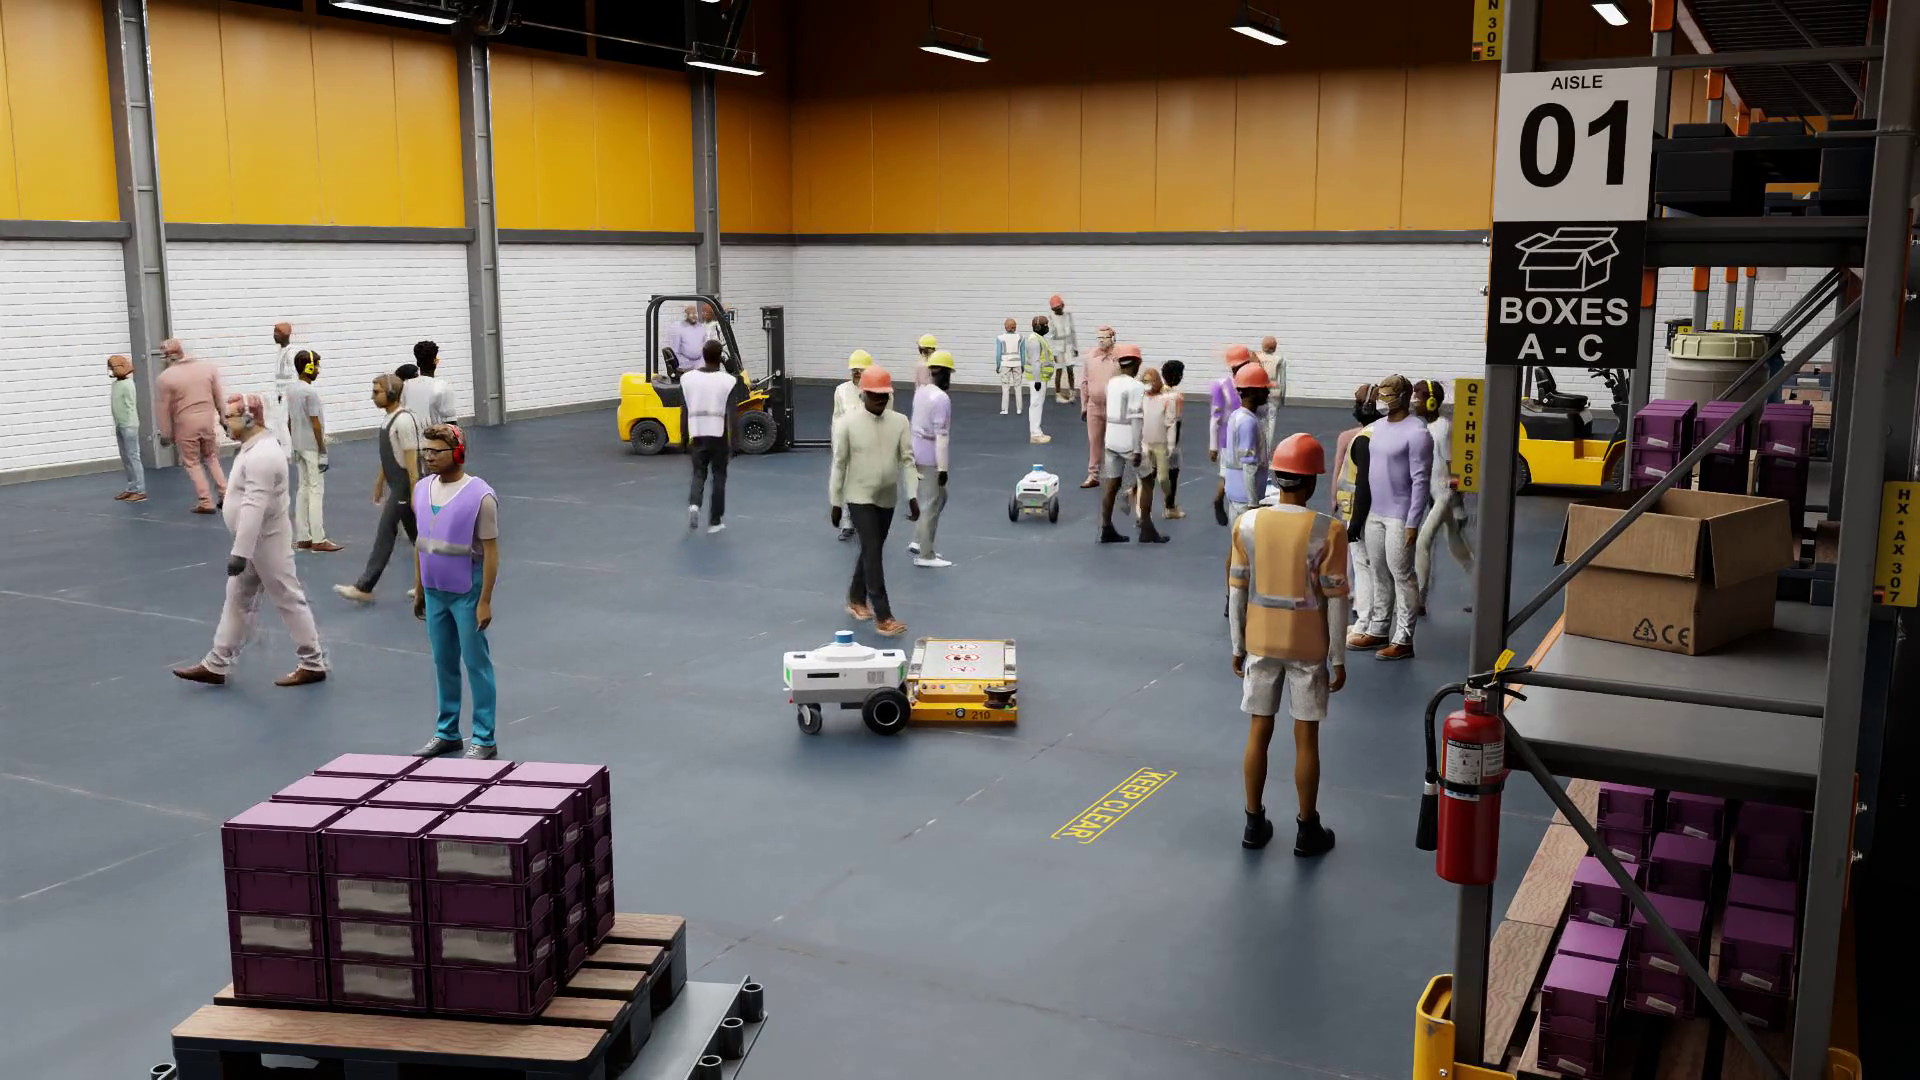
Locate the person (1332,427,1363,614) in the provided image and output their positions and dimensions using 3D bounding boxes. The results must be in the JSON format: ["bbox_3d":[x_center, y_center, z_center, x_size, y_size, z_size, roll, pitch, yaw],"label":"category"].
[{"bbox_3d":[3.144,-0.313,12.831,0.532,1.708,0.893,5,11,26],"label":"person"}]

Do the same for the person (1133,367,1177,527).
[{"bbox_3d":[1.986,-0.963,16.930,0.524,1.605,0.753,4,11,22],"label":"person"}]

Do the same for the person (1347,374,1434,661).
[{"bbox_3d":[2.930,-0.156,11.272,0.373,1.940,0.628,-4,10,-20],"label":"person"}]

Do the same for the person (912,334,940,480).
[{"bbox_3d":[-0.410,-1.618,20.246,0.330,1.765,0.533,-1,10,-7],"label":"person"}]

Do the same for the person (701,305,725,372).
[{"bbox_3d":[-4.398,-3.240,29.471,0.595,1.830,1.011,9,14,44],"label":"person"}]

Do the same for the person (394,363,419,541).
[{"bbox_3d":[-5.257,-0.842,15.938,0.318,1.698,0.535,-2,10,-14],"label":"person"}]

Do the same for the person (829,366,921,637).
[{"bbox_3d":[-0.626,-0.305,12.153,0.602,1.943,1.000,-7,12,-34],"label":"person"}]

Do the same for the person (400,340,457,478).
[{"bbox_3d":[-4.780,-0.822,15.049,0.613,1.965,0.361,3,10,19],"label":"person"}]

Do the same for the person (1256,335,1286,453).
[{"bbox_3d":[4.196,-1.978,22.723,0.533,1.623,0.398,1,10,3],"label":"person"}]

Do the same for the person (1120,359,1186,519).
[{"bbox_3d":[2.025,-1.015,17.033,0.694,1.669,0.548,-6,12,-32],"label":"person"}]

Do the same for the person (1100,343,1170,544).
[{"bbox_3d":[1.653,-0.894,15.677,0.653,1.902,0.656,-5,11,-27],"label":"person"}]

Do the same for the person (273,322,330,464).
[{"bbox_3d":[-8.676,-1.914,21.694,0.740,1.860,0.585,-6,11,-30],"label":"person"}]

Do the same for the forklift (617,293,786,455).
[{"bbox_3d":[-3.588,-2.317,23.042,2.313,2.155,1.214,-1,10,-5],"label":"forklift"}]

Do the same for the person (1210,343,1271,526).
[{"bbox_3d":[2.671,-0.957,16.017,0.584,1.906,0.754,-1,10,-8],"label":"person"}]

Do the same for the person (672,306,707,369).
[{"bbox_3d":[-4.581,-3.043,28.215,0.648,1.867,0.983,-5,11,-29],"label":"person"}]

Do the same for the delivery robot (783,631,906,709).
[{"bbox_3d":[-0.671,0.770,9.643,0.707,0.478,0.477,-1,10,-5],"label":"delivery robot"}]

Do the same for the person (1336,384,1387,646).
[{"bbox_3d":[2.847,-0.170,11.638,0.429,1.845,0.622,6,11,30],"label":"person"}]

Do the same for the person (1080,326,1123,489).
[{"bbox_3d":[1.687,-1.534,19.343,0.651,1.907,0.409,5,11,29],"label":"person"}]

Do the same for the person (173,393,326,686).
[{"bbox_3d":[-4.491,0.024,10.412,0.947,1.862,0.663,-5,11,-26],"label":"person"}]

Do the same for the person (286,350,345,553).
[{"bbox_3d":[-5.973,-0.815,15.309,0.514,1.865,0.329,8,13,39],"label":"person"}]

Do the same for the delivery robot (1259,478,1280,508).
[{"bbox_3d":[2.972,-0.360,16.182,0.477,0.478,0.707,2,10,10],"label":"delivery robot"}]

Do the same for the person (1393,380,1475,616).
[{"bbox_3d":[3.707,-0.303,12.551,0.833,1.813,0.546,2,10,11],"label":"person"}]

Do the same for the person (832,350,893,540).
[{"bbox_3d":[-0.933,-0.898,15.875,0.603,1.830,0.404,1,10,9],"label":"person"}]

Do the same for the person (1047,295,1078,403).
[{"bbox_3d":[1.869,-3.442,30.198,0.707,1.979,0.641,-3,10,-19],"label":"person"}]

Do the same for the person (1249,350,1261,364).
[{"bbox_3d":[3.418,-1.417,19.505,0.378,1.617,0.519,7,12,36],"label":"person"}]

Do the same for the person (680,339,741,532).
[{"bbox_3d":[-2.453,-1.004,16.275,0.624,1.902,0.493,1,10,7],"label":"person"}]

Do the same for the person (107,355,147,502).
[{"bbox_3d":[-9.248,-1.235,18.416,0.511,1.627,0.279,9,14,44],"label":"person"}]

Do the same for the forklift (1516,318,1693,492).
[{"bbox_3d":[7.066,-1.601,18.899,2.313,2.155,1.214,5,11,27],"label":"forklift"}]

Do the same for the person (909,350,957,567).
[{"bbox_3d":[-0.236,-0.723,14.689,0.495,1.893,0.627,-4,11,-21],"label":"person"}]

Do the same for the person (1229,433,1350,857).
[{"bbox_3d":[1.511,0.476,7.619,0.551,1.935,0.371,5,11,28],"label":"person"}]

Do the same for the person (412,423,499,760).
[{"bbox_3d":[-2.711,0.288,8.971,0.567,1.847,0.389,5,11,28],"label":"person"}]

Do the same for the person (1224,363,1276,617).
[{"bbox_3d":[2.143,-0.342,12.341,0.349,1.942,0.545,0,10,0],"label":"person"}]

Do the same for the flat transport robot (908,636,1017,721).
[{"bbox_3d":[0.023,0.841,10.324,0.652,0.197,1.431,0,10,2],"label":"flat transport robot"}]

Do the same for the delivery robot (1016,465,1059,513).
[{"bbox_3d":[0.808,-0.537,17.208,0.477,0.478,0.707,2,10,13],"label":"delivery robot"}]

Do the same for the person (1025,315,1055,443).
[{"bbox_3d":[1.162,-2.337,24.183,0.429,1.843,0.633,1,10,7],"label":"person"}]

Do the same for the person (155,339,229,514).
[{"bbox_3d":[-8.075,-1.183,17.477,0.419,1.852,0.733,6,12,33],"label":"person"}]

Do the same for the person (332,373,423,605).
[{"bbox_3d":[-4.518,-0.397,13.055,0.933,1.800,0.538,-5,11,-27],"label":"person"}]

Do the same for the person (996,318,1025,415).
[{"bbox_3d":[0.856,-2.936,28.231,0.514,1.641,0.315,-2,10,-11],"label":"person"}]
